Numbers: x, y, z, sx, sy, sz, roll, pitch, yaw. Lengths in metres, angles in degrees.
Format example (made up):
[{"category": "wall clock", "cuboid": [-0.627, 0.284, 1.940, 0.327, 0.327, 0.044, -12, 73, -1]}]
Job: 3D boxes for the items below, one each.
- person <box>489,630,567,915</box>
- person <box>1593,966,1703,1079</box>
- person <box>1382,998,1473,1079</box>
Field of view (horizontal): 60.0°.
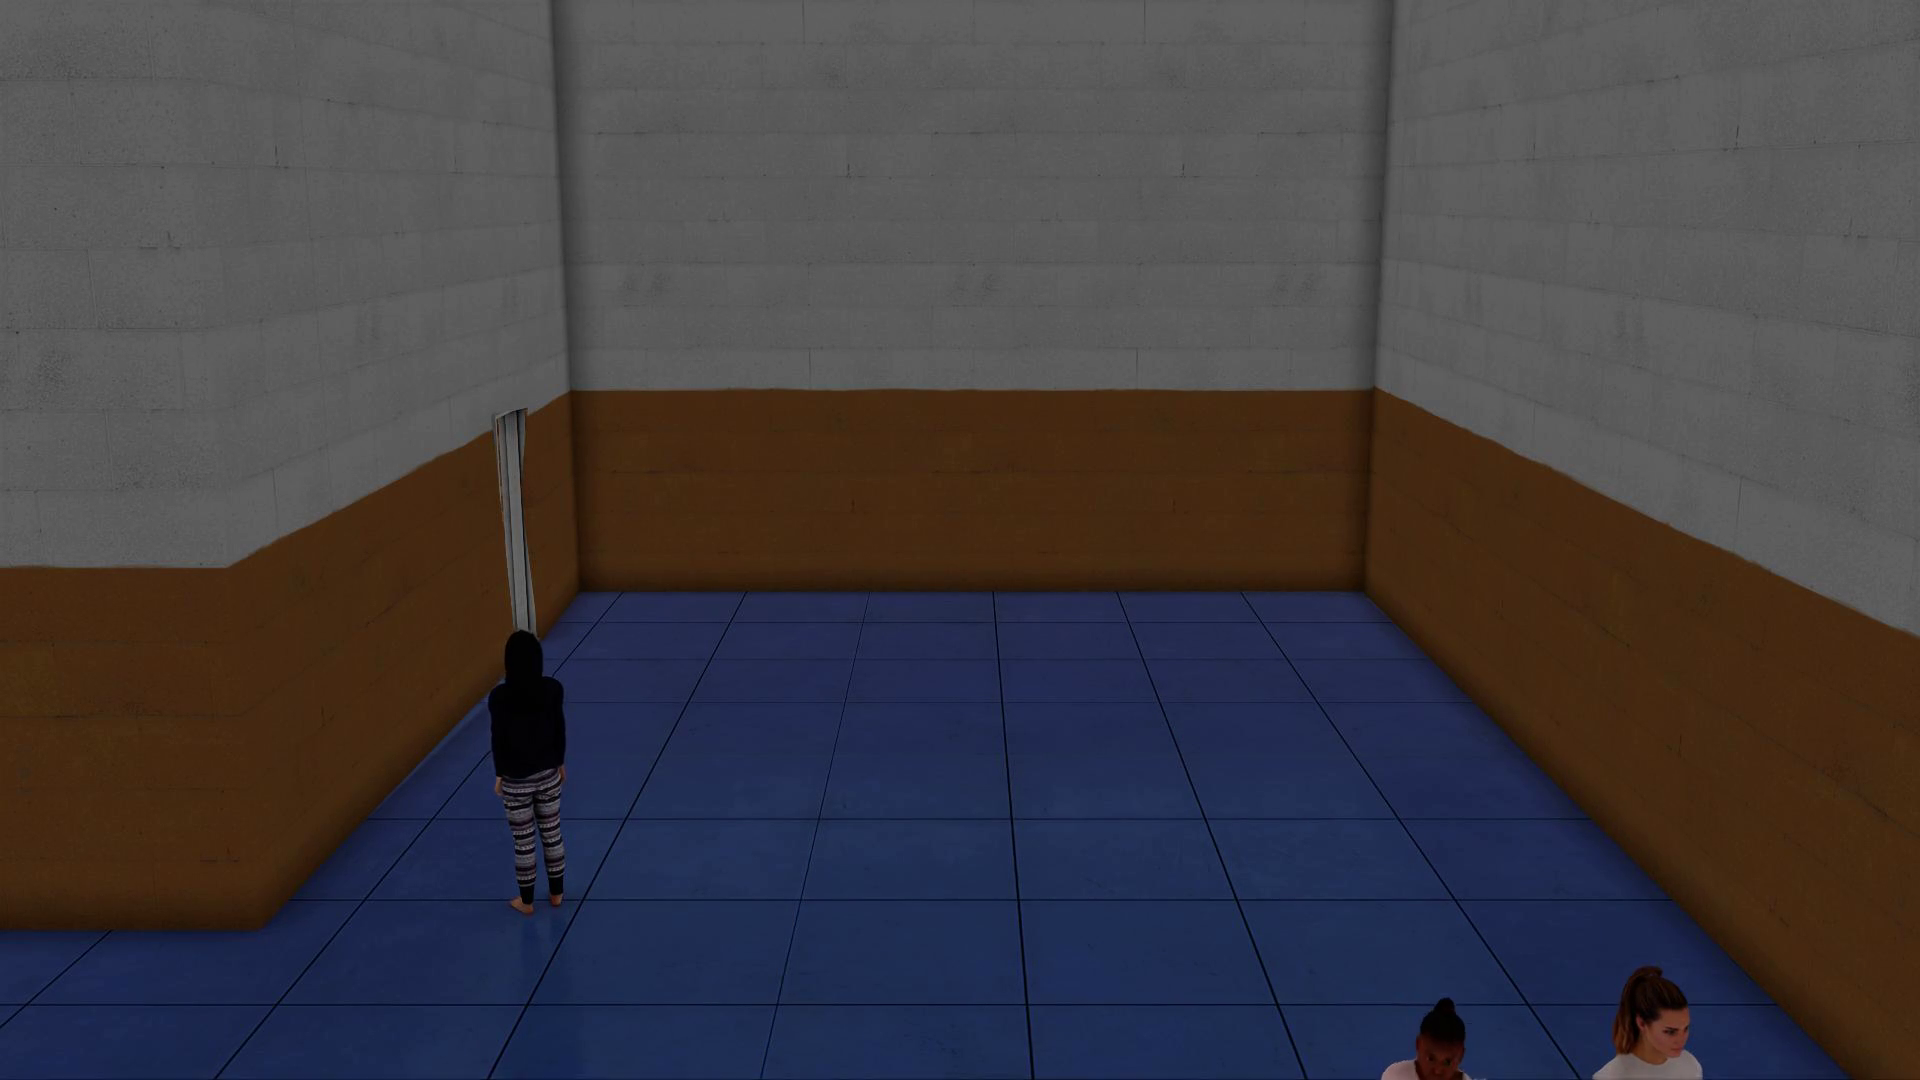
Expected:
[{"category": "person", "cuboid": [-2.553, 1.367, 9.893, 0.633, 1.734, 0.743, -7, 14, -31]}, {"category": "person", "cuboid": [2.300, 2.267, 5.641, 0.587, 1.725, 0.730, -5, 13, -22]}, {"category": "person", "cuboid": [1.702, 2.325, 6.064, 0.891, 1.436, 0.850, 6, 13, 26]}]
